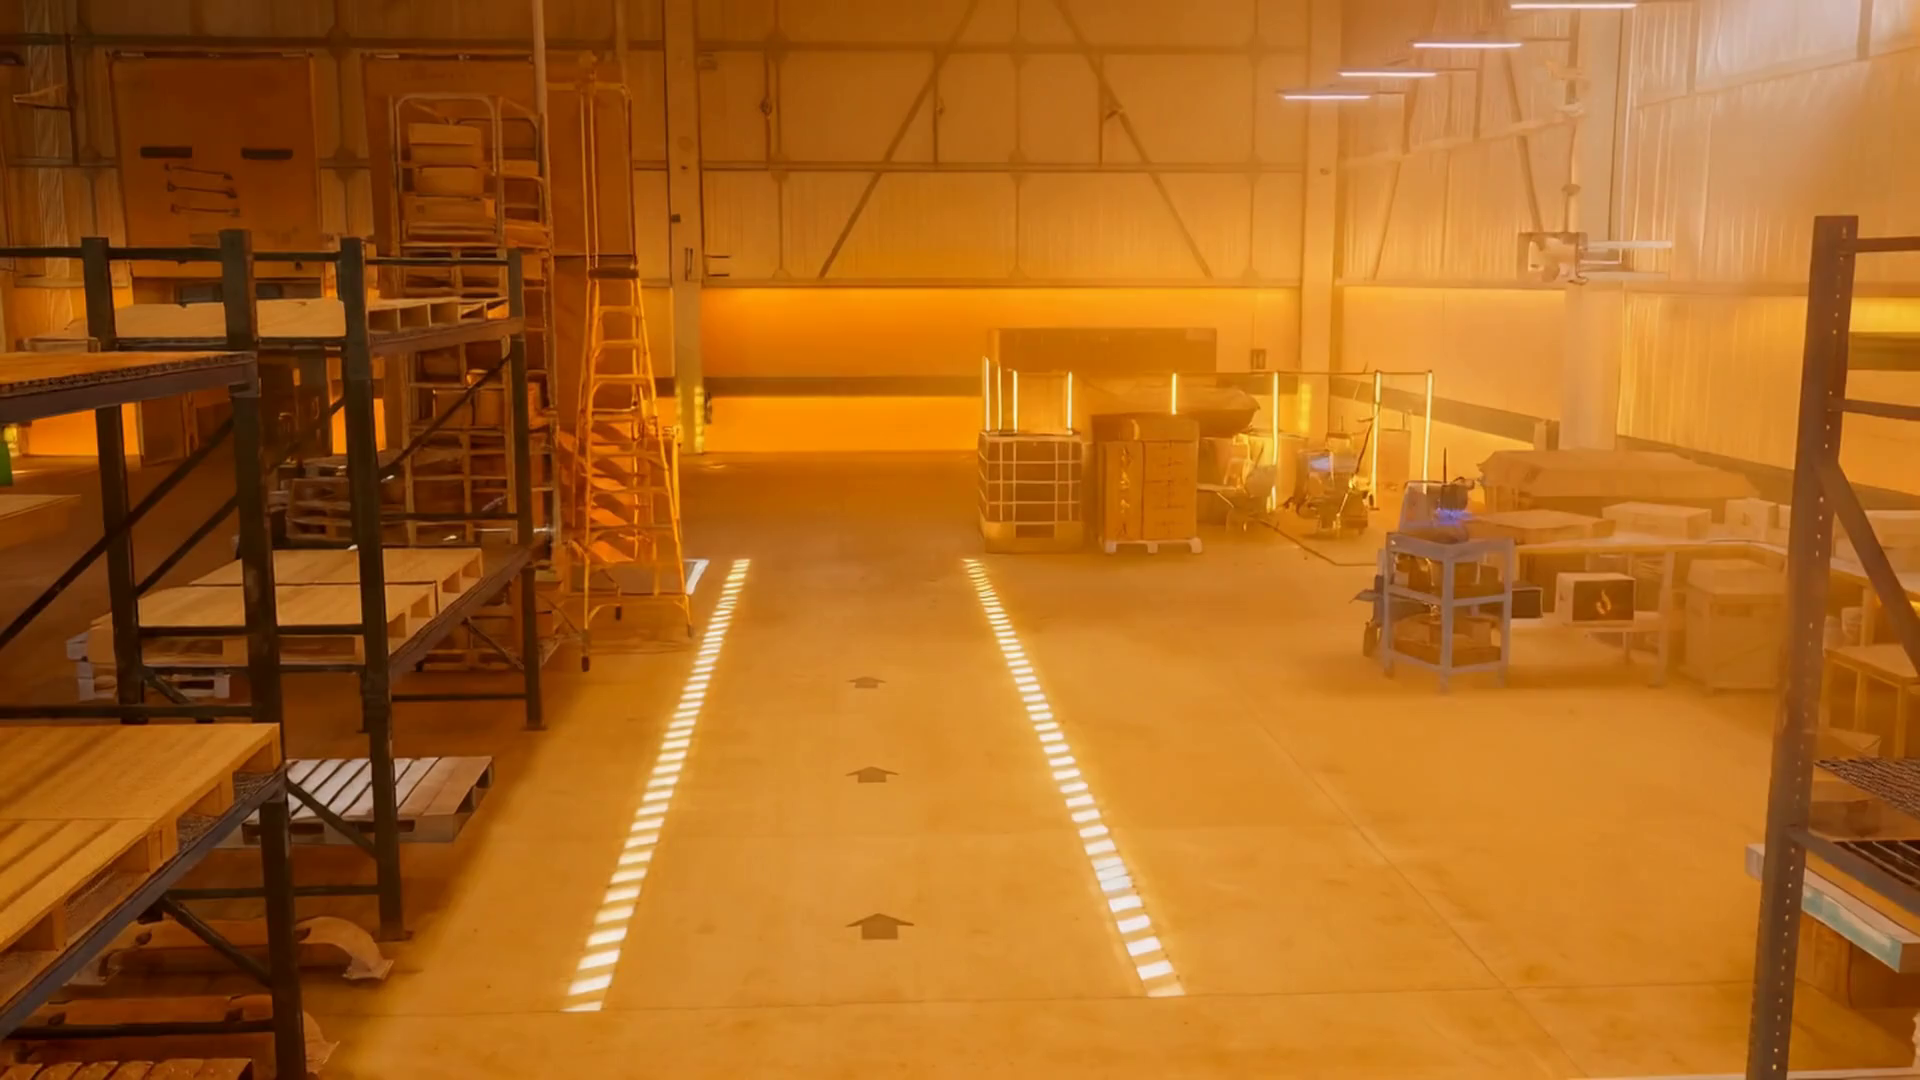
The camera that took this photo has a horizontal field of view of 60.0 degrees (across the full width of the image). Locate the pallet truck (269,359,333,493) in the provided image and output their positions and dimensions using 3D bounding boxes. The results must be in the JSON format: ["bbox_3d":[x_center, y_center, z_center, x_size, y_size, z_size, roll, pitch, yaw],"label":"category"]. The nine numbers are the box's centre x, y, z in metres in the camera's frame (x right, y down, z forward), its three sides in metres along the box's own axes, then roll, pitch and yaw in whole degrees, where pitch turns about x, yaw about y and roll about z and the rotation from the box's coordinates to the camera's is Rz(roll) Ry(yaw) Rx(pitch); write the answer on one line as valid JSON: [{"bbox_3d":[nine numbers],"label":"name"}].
[{"bbox_3d":[-7.062,-1.131,18.996,1.885,1.965,0.823,2,9,13],"label":"pallet truck"}]

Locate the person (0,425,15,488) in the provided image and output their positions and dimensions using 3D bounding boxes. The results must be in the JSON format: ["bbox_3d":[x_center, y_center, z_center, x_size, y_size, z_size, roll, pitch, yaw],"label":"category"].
[{"bbox_3d":[-13.135,-1.670,22.606,0.388,1.930,0.544,-8,12,-42],"label":"person"}]
